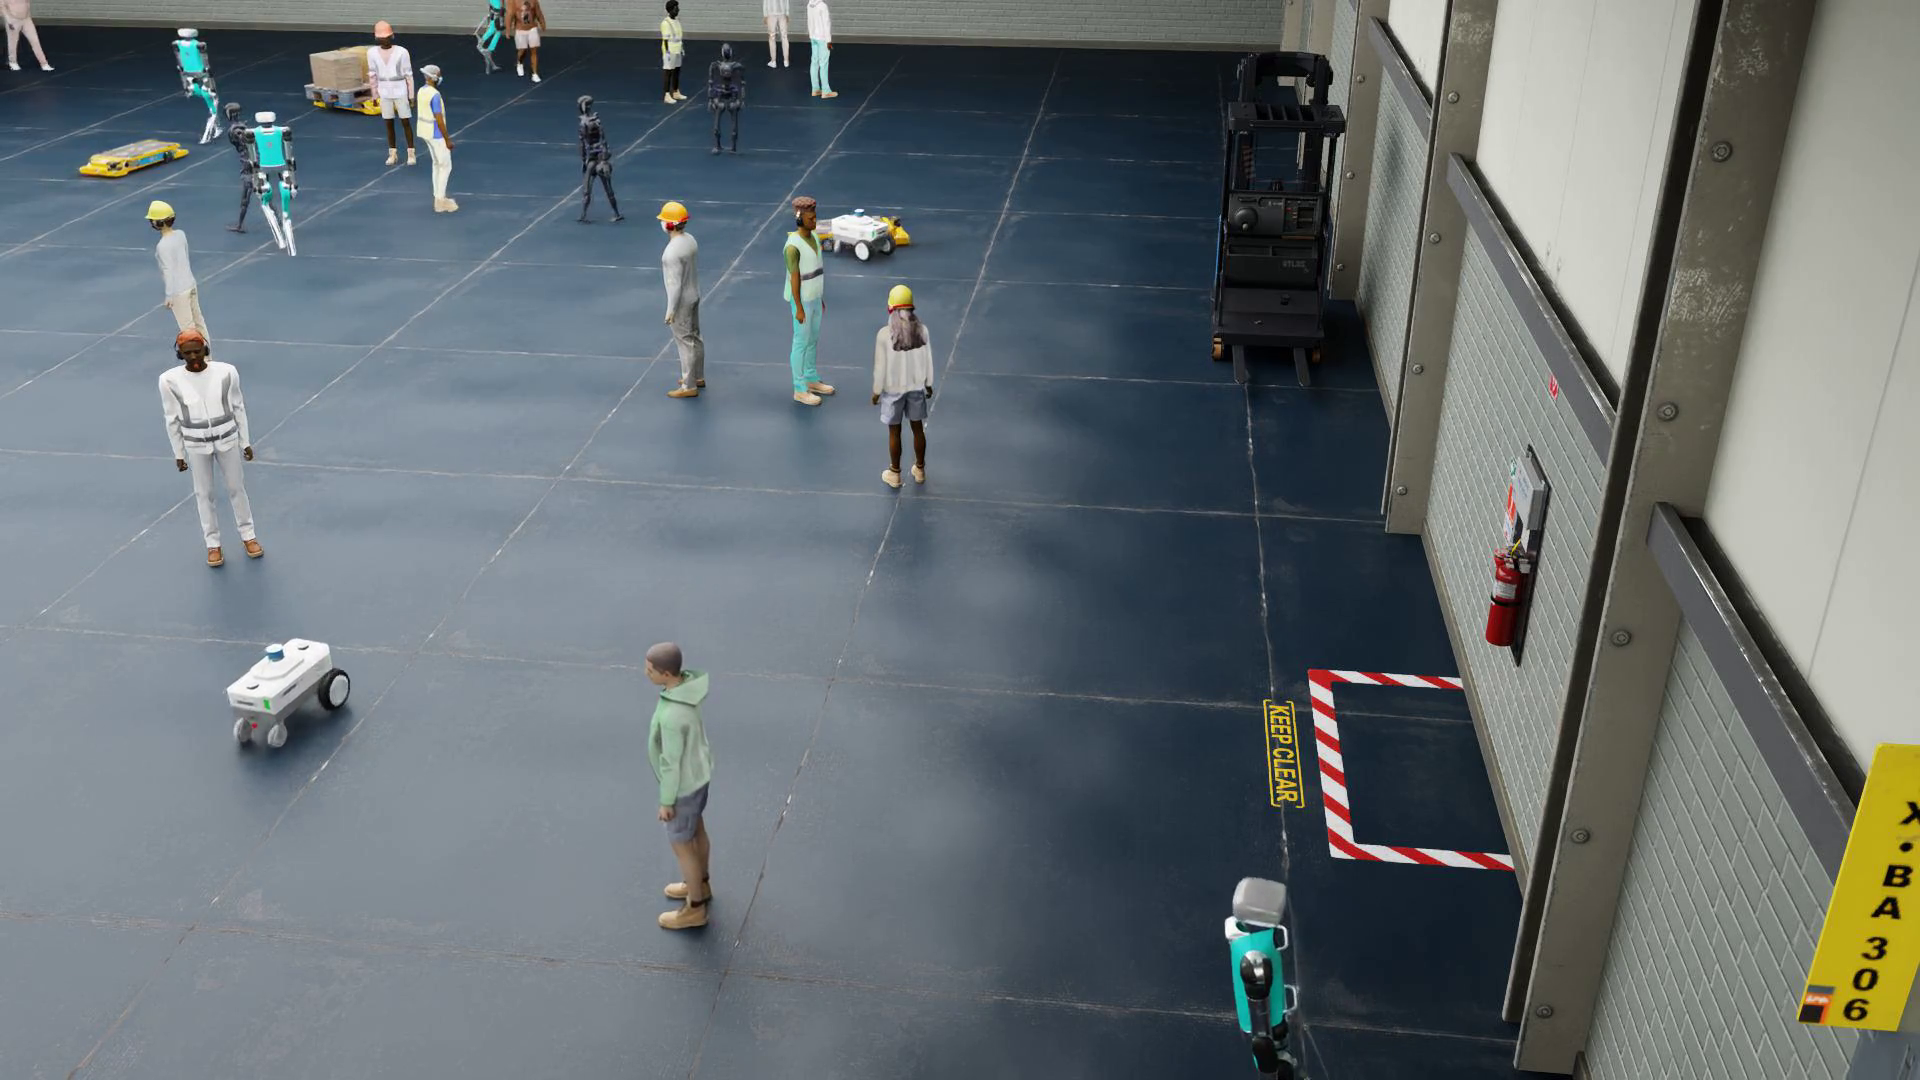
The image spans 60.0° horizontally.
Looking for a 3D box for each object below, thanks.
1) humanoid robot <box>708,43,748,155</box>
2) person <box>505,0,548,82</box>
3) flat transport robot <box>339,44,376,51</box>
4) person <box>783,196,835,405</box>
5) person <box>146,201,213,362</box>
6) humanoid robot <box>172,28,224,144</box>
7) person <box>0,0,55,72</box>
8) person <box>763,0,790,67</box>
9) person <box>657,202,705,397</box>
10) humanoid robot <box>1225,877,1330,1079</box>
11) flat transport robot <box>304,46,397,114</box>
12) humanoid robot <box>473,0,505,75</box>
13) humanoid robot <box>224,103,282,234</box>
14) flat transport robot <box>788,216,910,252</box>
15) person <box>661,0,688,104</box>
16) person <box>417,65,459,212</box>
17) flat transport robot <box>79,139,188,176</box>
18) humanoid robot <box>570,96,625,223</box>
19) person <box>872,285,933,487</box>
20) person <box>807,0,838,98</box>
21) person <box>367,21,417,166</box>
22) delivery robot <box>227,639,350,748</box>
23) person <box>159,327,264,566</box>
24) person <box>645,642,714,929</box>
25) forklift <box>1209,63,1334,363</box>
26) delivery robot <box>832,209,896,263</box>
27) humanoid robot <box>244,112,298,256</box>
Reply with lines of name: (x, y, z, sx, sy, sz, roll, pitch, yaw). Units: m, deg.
humanoid robot: (-3.441, -6.509, 24.565, 0.586, 1.646, 0.385, -4, 27, -8)
person: (-7.737, -9.098, 29.546, 0.785, 1.836, 0.545, -14, 30, -26)
flat transport robot: (-11.133, -9.090, 31.286, 0.659, 0.231, 1.431, -18, 32, -32)
person: (-1.457, -2.283, 15.792, 0.405, 1.978, 0.485, 10, 28, 20)
person: (-7.705, -2.469, 16.394, 0.313, 1.769, 0.524, -1, 27, -1)
humanoid robot: (-11.518, -6.988, 25.473, 0.561, 1.755, 0.849, 4, 27, 8)
person: (-17.163, -9.481, 30.300, 1.006, 1.854, 0.641, 15, 30, 27)
person: (-3.388, -9.698, 30.707, 0.510, 1.874, 0.382, -9, 28, -17)
person: (-2.661, -2.297, 15.912, 0.356, 1.896, 0.558, 5, 27, 10)
humanoid robot: (1.458, 2.277, 7.083, 0.758, 1.884, 0.547, 3, 27, 6)
flat transport robot: (-10.046, -7.328, 27.768, 1.431, 0.231, 0.659, 15, 30, 27)
humanoid robot: (-8.544, -9.247, 30.089, 0.747, 1.908, 0.566, -18, 32, -31)
humanoid robot: (-9.022, -4.704, 21.005, 0.772, 1.623, 0.616, -12, 29, -22)
flat transport robot: (-1.395, -3.823, 20.770, 1.431, 0.231, 0.659, -6, 27, -13)
person: (-4.820, -8.216, 27.961, 0.323, 1.687, 0.545, 10, 28, 19)
person: (-6.913, -5.273, 21.870, 0.456, 1.874, 0.622, -20, 33, -35)
flat transport robot: (-12.054, -5.579, 24.277, 0.659, 0.231, 1.431, 9, 28, 17)
humanoid robot: (-4.688, -4.850, 21.276, 0.612, 1.633, 0.701, 24, 35, 39)
person: (-0.463, -1.282, 14.028, 0.533, 1.763, 0.406, -10, 28, -19)
person: (-2.378, -8.513, 28.301, 0.382, 1.914, 0.487, -24, 35, -39)
person: (-8.188, -6.432, 24.003, 0.614, 2.041, 0.378, -1, 27, -3)
delivery robot: (-4.439, 0.962, 10.889, 0.499, 0.585, 0.765, 8, 28, 15)
person: (-5.743, -0.719, 12.775, 0.574, 1.882, 0.356, -15, 30, -27)
person: (-1.494, 1.306, 8.900, 0.370, 1.732, 0.477, 2, 27, 4)
forklift: (3.241, -3.477, 17.183, 1.129, 2.768, 1.873, 3, 27, 6)
delivery robot: (-1.207, -3.717, 20.231, 0.749, 0.587, 0.525, 19, 32, 33)
humanoid robot: (-8.293, -4.302, 20.133, 0.552, 1.830, 0.759, -12, 29, -23)
